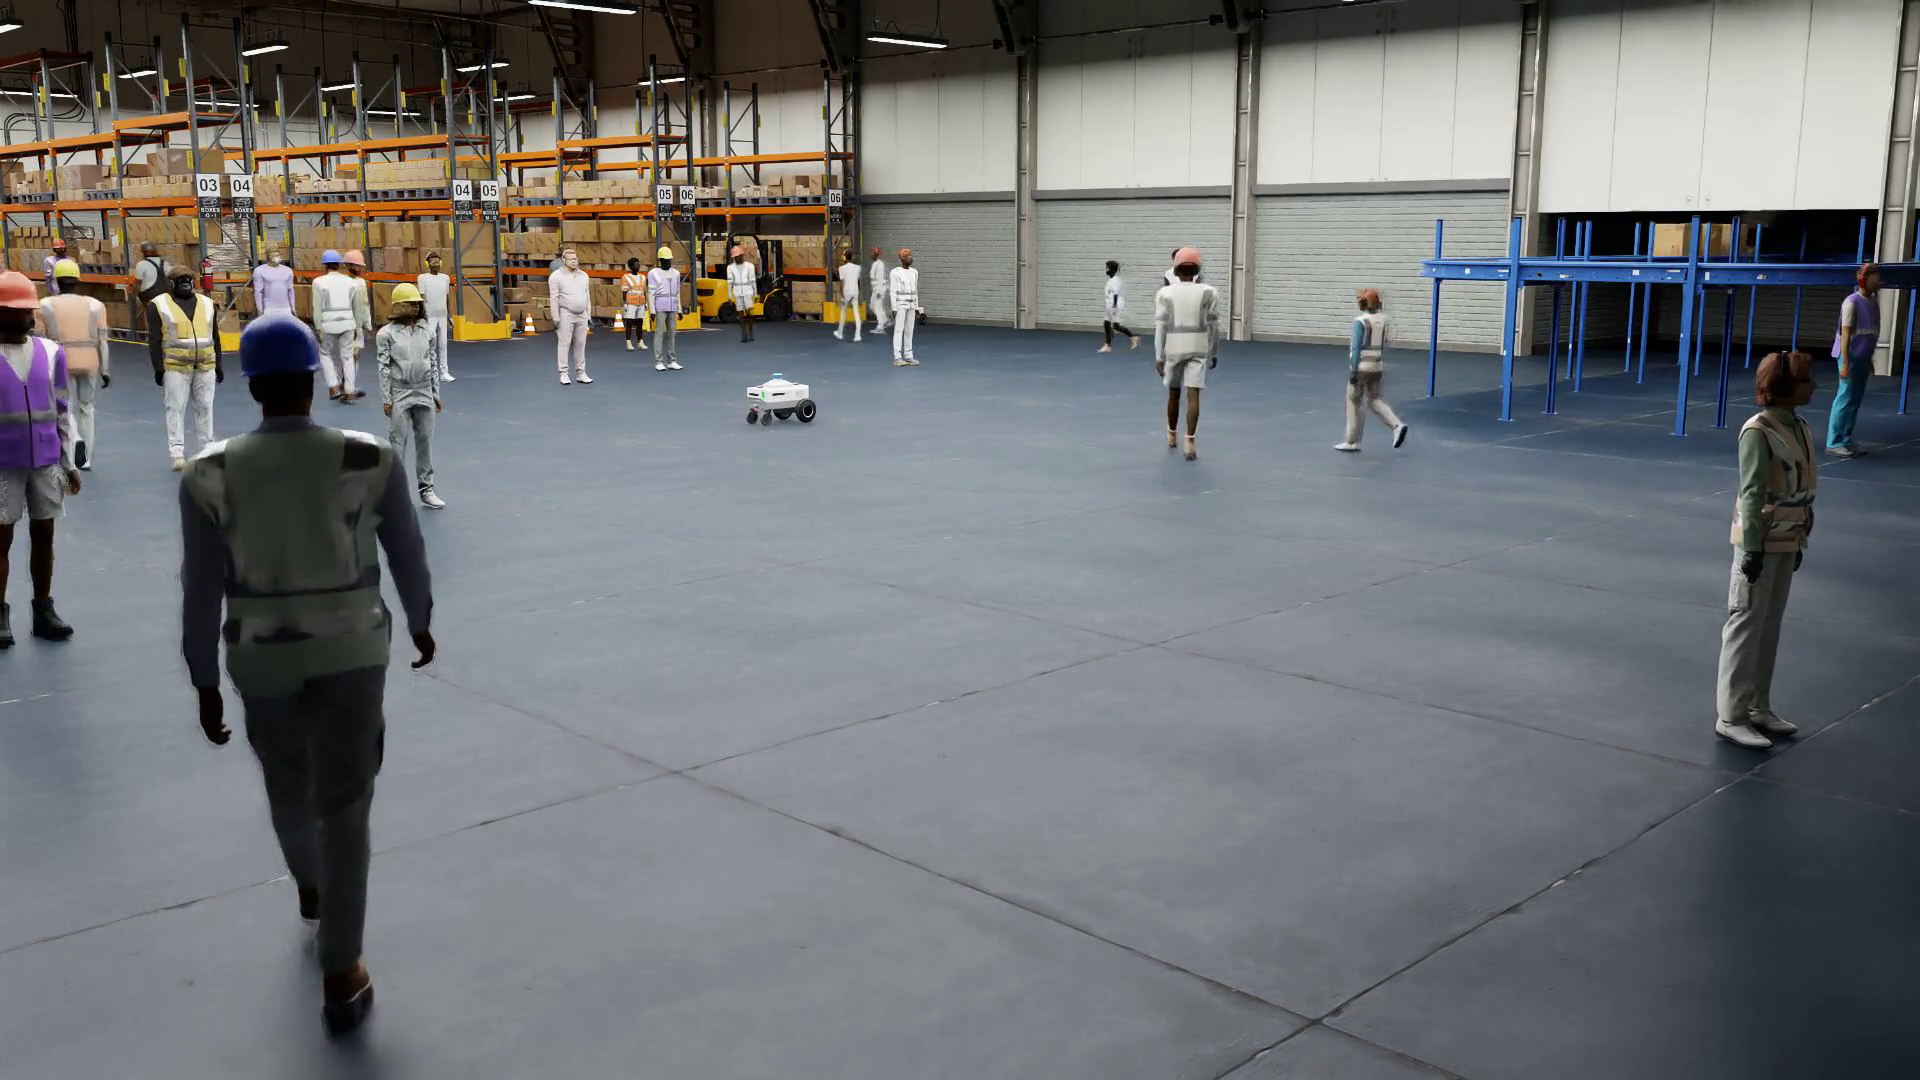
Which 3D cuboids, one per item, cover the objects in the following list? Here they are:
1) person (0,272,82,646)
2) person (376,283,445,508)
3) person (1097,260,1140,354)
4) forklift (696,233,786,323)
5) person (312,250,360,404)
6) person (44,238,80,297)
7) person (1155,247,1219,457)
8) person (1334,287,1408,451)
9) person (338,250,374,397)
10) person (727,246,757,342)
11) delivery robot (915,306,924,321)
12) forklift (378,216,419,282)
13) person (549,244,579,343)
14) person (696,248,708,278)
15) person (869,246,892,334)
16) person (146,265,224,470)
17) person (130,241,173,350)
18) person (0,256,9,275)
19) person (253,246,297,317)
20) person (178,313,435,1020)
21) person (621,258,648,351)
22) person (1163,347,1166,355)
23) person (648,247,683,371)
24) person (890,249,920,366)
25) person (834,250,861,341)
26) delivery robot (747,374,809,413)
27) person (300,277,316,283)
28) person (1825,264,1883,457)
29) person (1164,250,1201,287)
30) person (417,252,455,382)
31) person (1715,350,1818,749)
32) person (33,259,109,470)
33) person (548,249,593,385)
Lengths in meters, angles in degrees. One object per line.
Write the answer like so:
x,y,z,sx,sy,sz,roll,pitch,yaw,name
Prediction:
-4.884,-0.411,8.634,0.413,1.924,0.597,8,13,38,person
-4.235,-1.103,12.850,0.294,1.744,0.493,10,15,44,person
2.850,-4.183,29.870,0.663,1.676,0.532,-2,11,-12,person
-5.496,-6.489,41.108,2.313,2.155,1.214,-10,14,-44,forklift
-7.874,-2.692,21.010,0.638,1.924,0.520,-10,14,-43,person
-18.138,-5.067,33.642,0.369,2.044,0.615,10,15,44,person
2.195,-1.827,16.139,0.617,1.984,1.064,1,10,8,person
4.023,-1.655,16.221,0.645,1.616,0.520,10,14,43,person
-7.925,-2.818,21.715,0.461,1.913,0.559,4,11,19,person
-4.316,-4.862,32.923,0.568,1.898,0.561,0,10,1,person
-1.207,-5.436,39.584,0.707,0.478,0.477,-10,14,-44,delivery robot
-17.868,-9.201,54.028,1.873,2.768,1.129,-10,14,-44,forklift
-7.708,-4.811,32.538,0.359,1.938,0.635,10,15,44,person
-6.771,-6.706,43.341,0.307,1.770,0.533,10,15,44,person
-1.762,-5.412,36.001,0.423,1.868,0.580,-3,11,-18,person
-7.022,-1.569,15.141,0.429,1.841,0.636,10,14,44,person
-14.660,-4.384,30.051,0.924,2.000,0.701,4,11,20,person
-14.526,-3.427,25.173,0.966,1.862,0.676,9,14,41,person
-10.720,-3.626,26.075,0.359,1.939,0.635,10,15,44,person
-1.836,0.307,4.752,0.615,1.886,1.019,-2,11,-10,person
-6.000,-4.357,30.719,0.315,1.698,0.541,10,15,44,person
3.831,-4.113,29.088,0.833,1.807,0.647,-6,12,-30,person
-4.626,-3.644,26.205,0.369,1.925,0.594,10,15,44,person
-0.890,-3.795,27.151,0.344,1.882,0.584,10,15,44,person
-2.234,-4.925,33.511,0.520,1.813,0.994,-5,12,-26,person
-2.072,-1.650,18.940,0.707,0.478,0.477,-10,14,-44,delivery robot
-17.152,-6.932,43.992,0.473,1.977,0.631,8,13,39,person
8.631,-1.722,16.037,0.608,1.838,0.380,-8,13,-39,person
3.633,-3.797,27.185,0.617,1.871,0.525,-1,10,-5,person
-7.583,-3.230,24.108,0.315,1.870,0.532,10,15,44,person
3.378,0.031,6.945,0.306,1.642,0.523,10,15,44,person
-7.918,-1.551,14.885,0.592,1.905,0.648,-8,13,-36,person
-5.540,-3.192,23.800,0.409,1.906,0.652,10,15,44,person
